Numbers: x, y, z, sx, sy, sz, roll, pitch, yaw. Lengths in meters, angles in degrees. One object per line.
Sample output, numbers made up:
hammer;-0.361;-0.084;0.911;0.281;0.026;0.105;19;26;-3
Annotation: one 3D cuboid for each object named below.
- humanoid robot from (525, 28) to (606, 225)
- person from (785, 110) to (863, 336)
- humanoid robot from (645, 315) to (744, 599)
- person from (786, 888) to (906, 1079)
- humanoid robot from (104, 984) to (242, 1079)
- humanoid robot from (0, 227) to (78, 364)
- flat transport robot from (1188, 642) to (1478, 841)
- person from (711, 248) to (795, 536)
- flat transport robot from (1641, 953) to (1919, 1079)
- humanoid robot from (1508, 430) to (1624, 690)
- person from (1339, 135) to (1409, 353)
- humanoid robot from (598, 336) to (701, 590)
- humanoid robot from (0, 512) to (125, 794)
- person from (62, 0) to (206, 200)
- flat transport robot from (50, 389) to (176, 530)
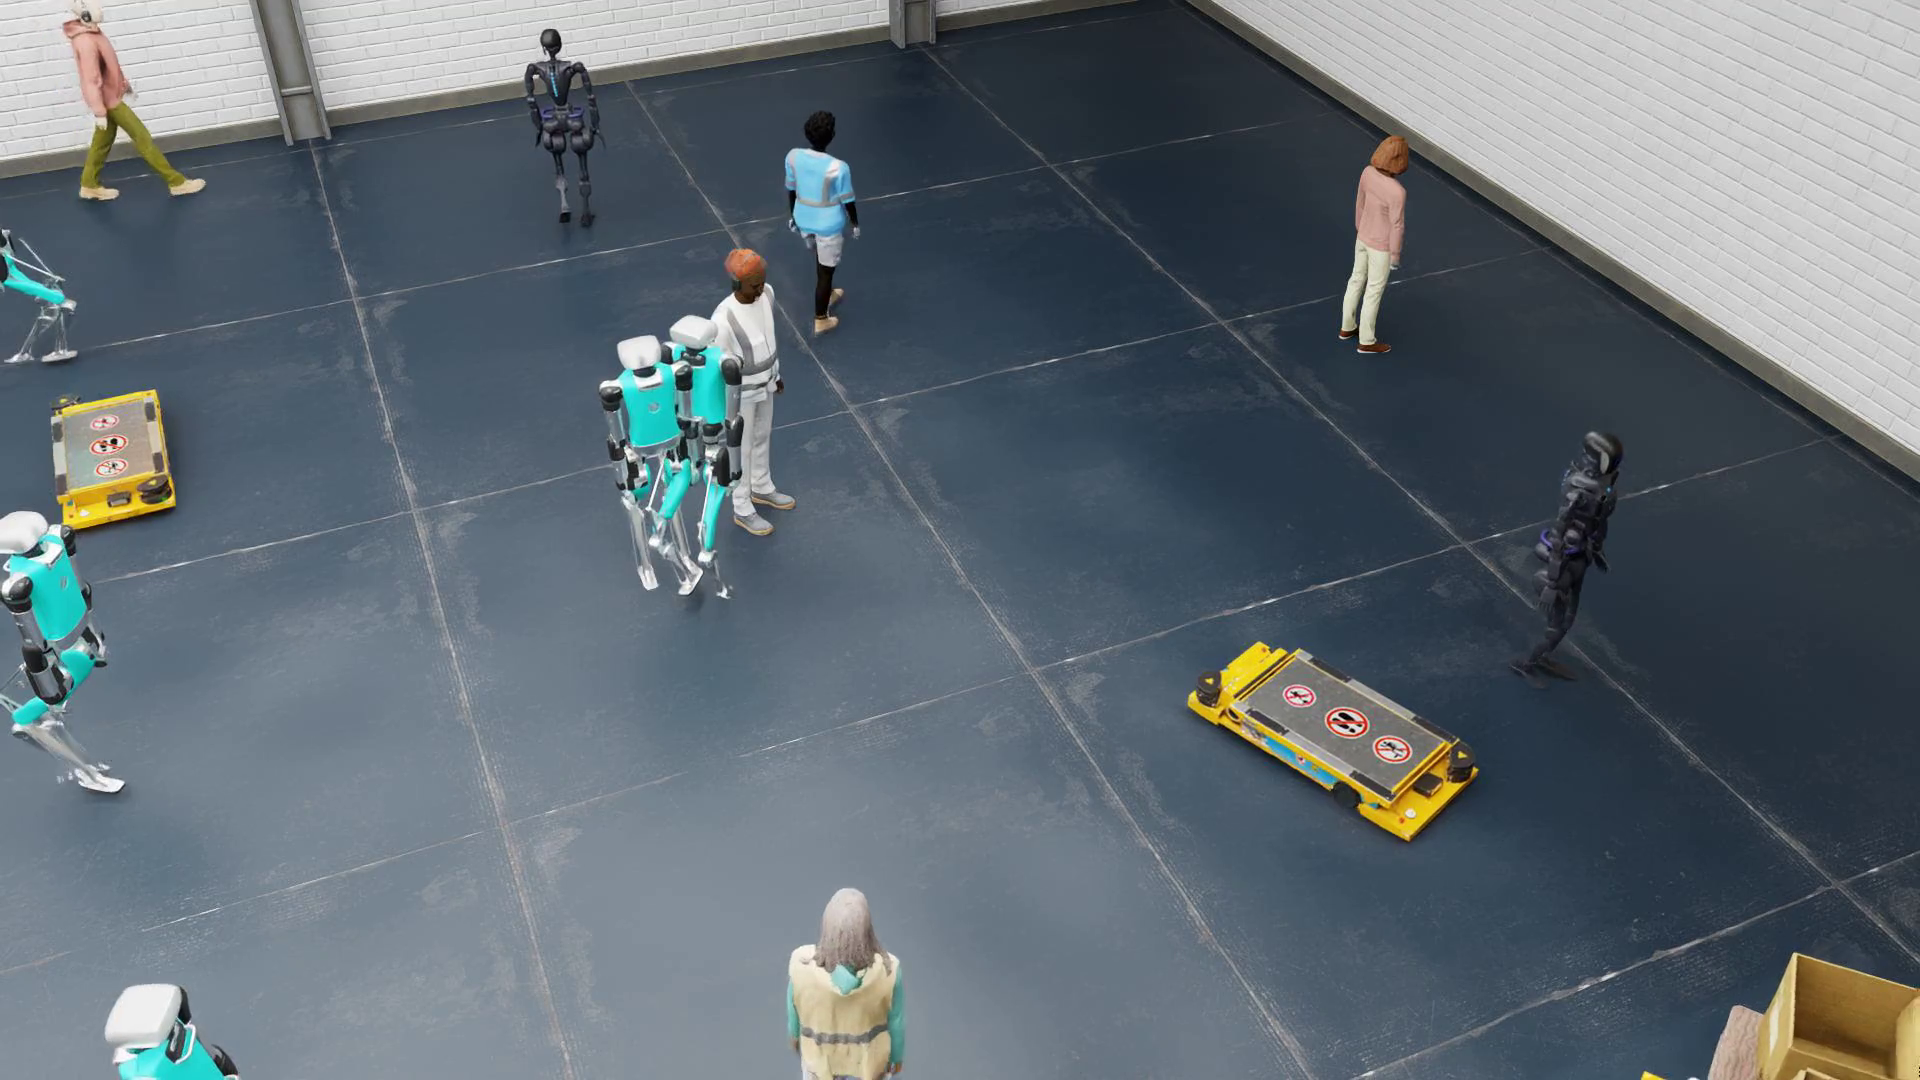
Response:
humanoid robot;-3.178;-3.329;13.444;0.583;1.647;0.371;-1;38;-2
person;-0.949;-2.360;12.190;0.550;1.670;0.707;20;42;24
humanoid robot;-1.568;-0.342;9.529;0.538;1.769;0.840;14;40;18
person;-0.439;2.028;6.471;0.469;1.686;0.739;-1;38;-1
humanoid robot;-2.420;2.242;6.207;1.024;1.768;0.547;-7;38;-9
humanoid robot;-6.574;-1.971;11.645;0.762;1.798;0.530;-11;39;-14
flat transport robot;1.991;1.024;8.941;1.431;0.231;0.659;31;47;34
person;-1.275;-0.917;10.142;0.340;1.882;0.582;17;41;21
flat transport robot;3.424;2.715;6.740;1.431;0.231;0.659;21;42;25
humanoid robot;3.294;0.115;8.972;0.326;1.653;0.585;30;47;33
person;2.989;-2.117;11.907;0.286;1.632;0.496;-14;40;-18
humanoid robot;-1.823;-0.500;9.700;0.541;1.753;0.709;-17;41;-21
humanoid robot;-4.586;0.616;8.264;0.692;1.793;0.530;2;38;3
person;-7.064;-3.667;13.807;1.000;1.785;0.543;-13;39;-16
flat transport robot;-5.626;-0.580;11.028;0.659;0.231;1.431;-16;40;-20
